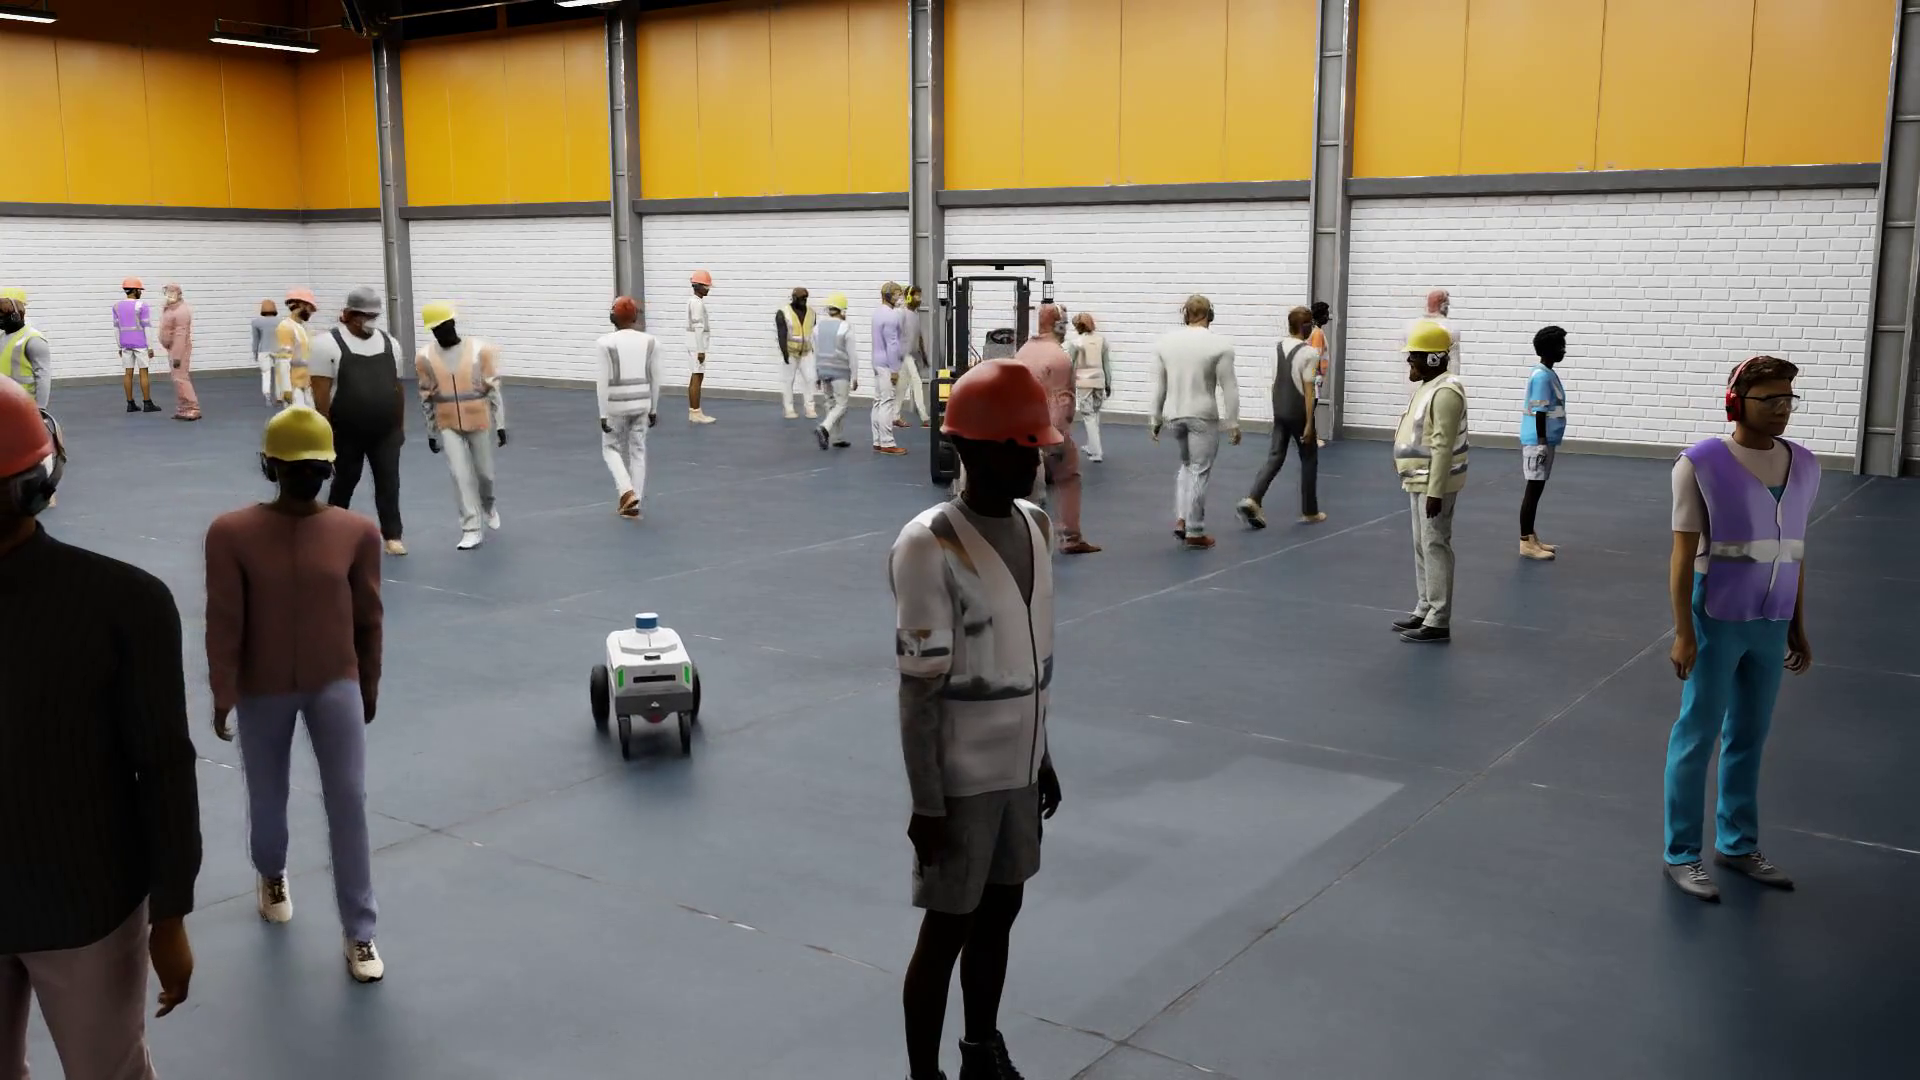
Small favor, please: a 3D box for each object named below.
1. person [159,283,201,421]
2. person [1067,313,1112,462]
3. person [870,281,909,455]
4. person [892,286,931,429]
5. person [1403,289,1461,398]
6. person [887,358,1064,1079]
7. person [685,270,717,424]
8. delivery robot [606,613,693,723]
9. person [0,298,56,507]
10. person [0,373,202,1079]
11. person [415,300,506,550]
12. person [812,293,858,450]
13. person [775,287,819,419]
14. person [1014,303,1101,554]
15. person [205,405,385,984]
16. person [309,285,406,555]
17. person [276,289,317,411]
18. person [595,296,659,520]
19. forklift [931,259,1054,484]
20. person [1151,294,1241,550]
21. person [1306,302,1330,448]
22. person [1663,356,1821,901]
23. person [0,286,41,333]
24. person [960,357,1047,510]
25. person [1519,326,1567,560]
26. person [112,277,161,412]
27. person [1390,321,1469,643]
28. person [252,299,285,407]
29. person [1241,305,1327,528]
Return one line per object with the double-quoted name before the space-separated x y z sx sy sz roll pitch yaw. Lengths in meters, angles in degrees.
"person" -10.597 -2.535 22.499 0.410 1.873 0.728 -6 11 -32
"person" 1.349 -1.653 18.032 0.527 1.600 0.770 -6 11 -31
"person" -0.811 -1.912 18.568 0.374 1.934 0.628 -3 10 -18
"person" -0.542 -2.346 21.429 0.884 1.831 0.545 4 10 22
"person" 4.588 -1.486 16.188 0.484 1.888 0.642 -9 13 -42
"person" 0.079 0.536 3.976 0.375 1.935 0.551 7 12 36
"person" -3.454 -2.563 22.148 0.404 2.034 0.609 -2 10 -14
"delivery robot" -1.418 0.577 7.566 0.477 0.478 0.707 -3 10 -15
"person" -8.198 -1.183 14.501 0.632 1.842 0.429 5 11 28
"person" -1.701 0.675 3.014 0.610 1.984 0.399 0 10 -1
"person" -3.790 -0.899 12.713 0.651 1.875 0.831 -1 10 -8
"person" -1.448 -1.886 18.806 0.592 1.806 0.733 6 11 32
"person" -2.201 -2.540 22.702 0.631 1.808 0.712 -5 11 -29
"person" 0.568 -0.791 12.123 0.927 1.868 0.647 -6 11 -30
"person" -2.058 0.434 5.189 0.529 1.732 0.845 -5 11 -26
"person" -4.473 -0.924 12.366 0.699 2.000 0.888 -8 12 -38
"person" -6.497 -1.506 16.306 0.370 1.887 0.615 0 10 -1
"person" -2.778 -1.093 13.871 0.587 1.866 0.413 -6 11 -34
"forklift" 0.370 -1.738 16.759 1.214 2.155 2.313 1 10 3
"person" 1.769 -0.883 12.514 0.726 1.905 0.486 7 12 37
"person" 4.129 -1.918 19.333 0.320 1.694 0.532 2 10 10
"person" 2.662 0.291 5.707 0.565 1.846 0.390 -3 10 -20
"person" -9.909 -1.704 17.426 0.619 1.894 0.591 0 10 -3
"person" 0.245 -0.306 10.043 0.515 1.587 0.888 6 11 32
"person" 4.244 -0.710 12.113 0.316 1.695 0.542 4 10 21
"person" -11.797 -2.791 23.802 0.546 1.934 0.376 1 10 7
"person" 2.672 -0.330 9.483 0.403 1.824 0.592 1 10 4
"person" -10.283 -2.789 24.798 0.501 1.602 0.769 -3 10 -18
"person" 2.659 -0.992 13.475 0.896 1.817 0.508 -8 13 -40
